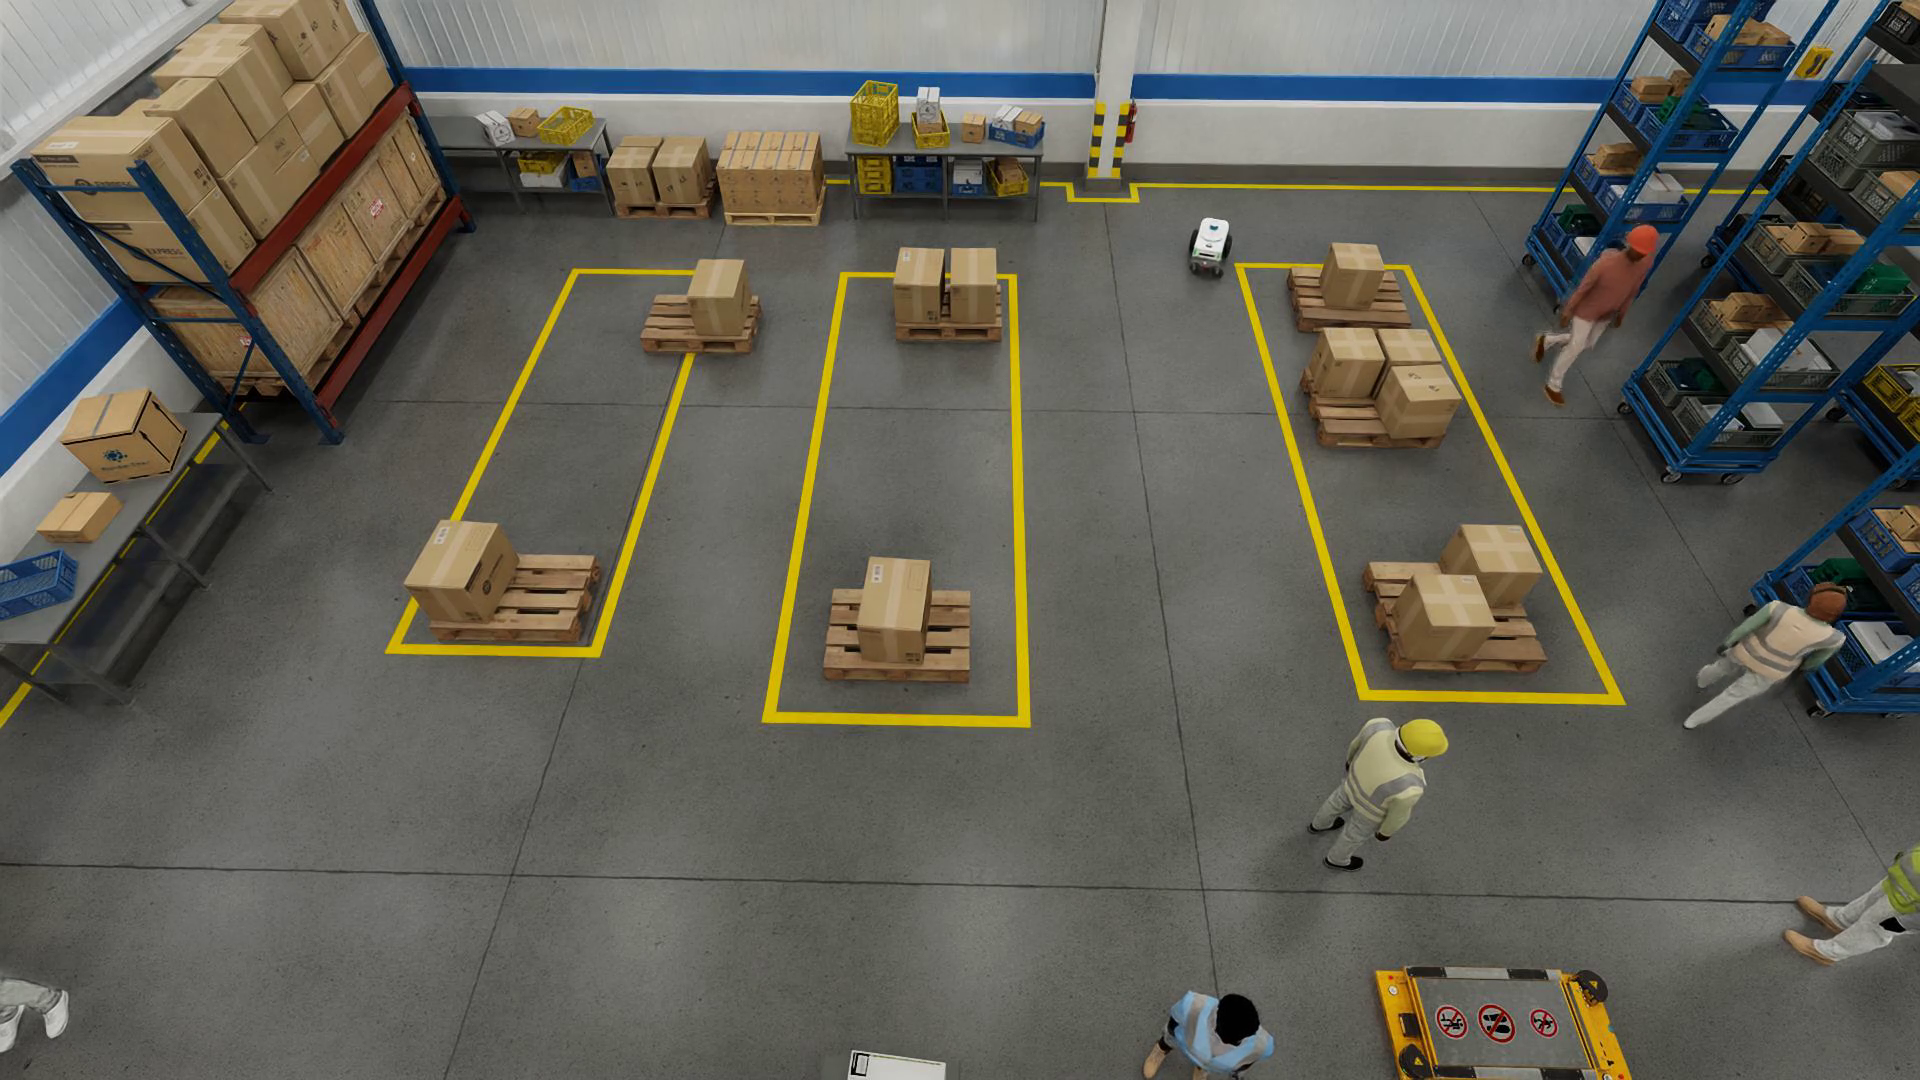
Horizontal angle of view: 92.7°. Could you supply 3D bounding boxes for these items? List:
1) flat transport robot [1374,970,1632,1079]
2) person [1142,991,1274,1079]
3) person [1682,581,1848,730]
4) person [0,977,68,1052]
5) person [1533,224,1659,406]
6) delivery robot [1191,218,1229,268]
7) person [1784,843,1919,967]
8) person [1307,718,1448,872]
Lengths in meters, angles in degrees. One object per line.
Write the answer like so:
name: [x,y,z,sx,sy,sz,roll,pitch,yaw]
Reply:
flat transport robot: [3.501,3.133,5.914,1.431,0.197,0.652,1,51,1]
person: [1.408,2.870,5.213,0.536,1.696,0.322,22,54,17]
person: [6.101,0.846,6.919,0.743,1.612,0.525,-30,57,-22]
person: [-6.087,2.571,5.325,0.587,1.912,0.376,-15,52,-12]
person: [6.414,-2.361,9.306,0.621,1.969,0.773,-9,51,-8]
delivery robot: [3.065,-3.649,11.202,0.477,0.478,0.707,15,52,12]
person: [5.939,2.178,5.688,0.630,1.840,0.429,-35,59,-25]
person: [2.760,1.678,6.100,0.404,1.830,0.603,-7,51,-5]
